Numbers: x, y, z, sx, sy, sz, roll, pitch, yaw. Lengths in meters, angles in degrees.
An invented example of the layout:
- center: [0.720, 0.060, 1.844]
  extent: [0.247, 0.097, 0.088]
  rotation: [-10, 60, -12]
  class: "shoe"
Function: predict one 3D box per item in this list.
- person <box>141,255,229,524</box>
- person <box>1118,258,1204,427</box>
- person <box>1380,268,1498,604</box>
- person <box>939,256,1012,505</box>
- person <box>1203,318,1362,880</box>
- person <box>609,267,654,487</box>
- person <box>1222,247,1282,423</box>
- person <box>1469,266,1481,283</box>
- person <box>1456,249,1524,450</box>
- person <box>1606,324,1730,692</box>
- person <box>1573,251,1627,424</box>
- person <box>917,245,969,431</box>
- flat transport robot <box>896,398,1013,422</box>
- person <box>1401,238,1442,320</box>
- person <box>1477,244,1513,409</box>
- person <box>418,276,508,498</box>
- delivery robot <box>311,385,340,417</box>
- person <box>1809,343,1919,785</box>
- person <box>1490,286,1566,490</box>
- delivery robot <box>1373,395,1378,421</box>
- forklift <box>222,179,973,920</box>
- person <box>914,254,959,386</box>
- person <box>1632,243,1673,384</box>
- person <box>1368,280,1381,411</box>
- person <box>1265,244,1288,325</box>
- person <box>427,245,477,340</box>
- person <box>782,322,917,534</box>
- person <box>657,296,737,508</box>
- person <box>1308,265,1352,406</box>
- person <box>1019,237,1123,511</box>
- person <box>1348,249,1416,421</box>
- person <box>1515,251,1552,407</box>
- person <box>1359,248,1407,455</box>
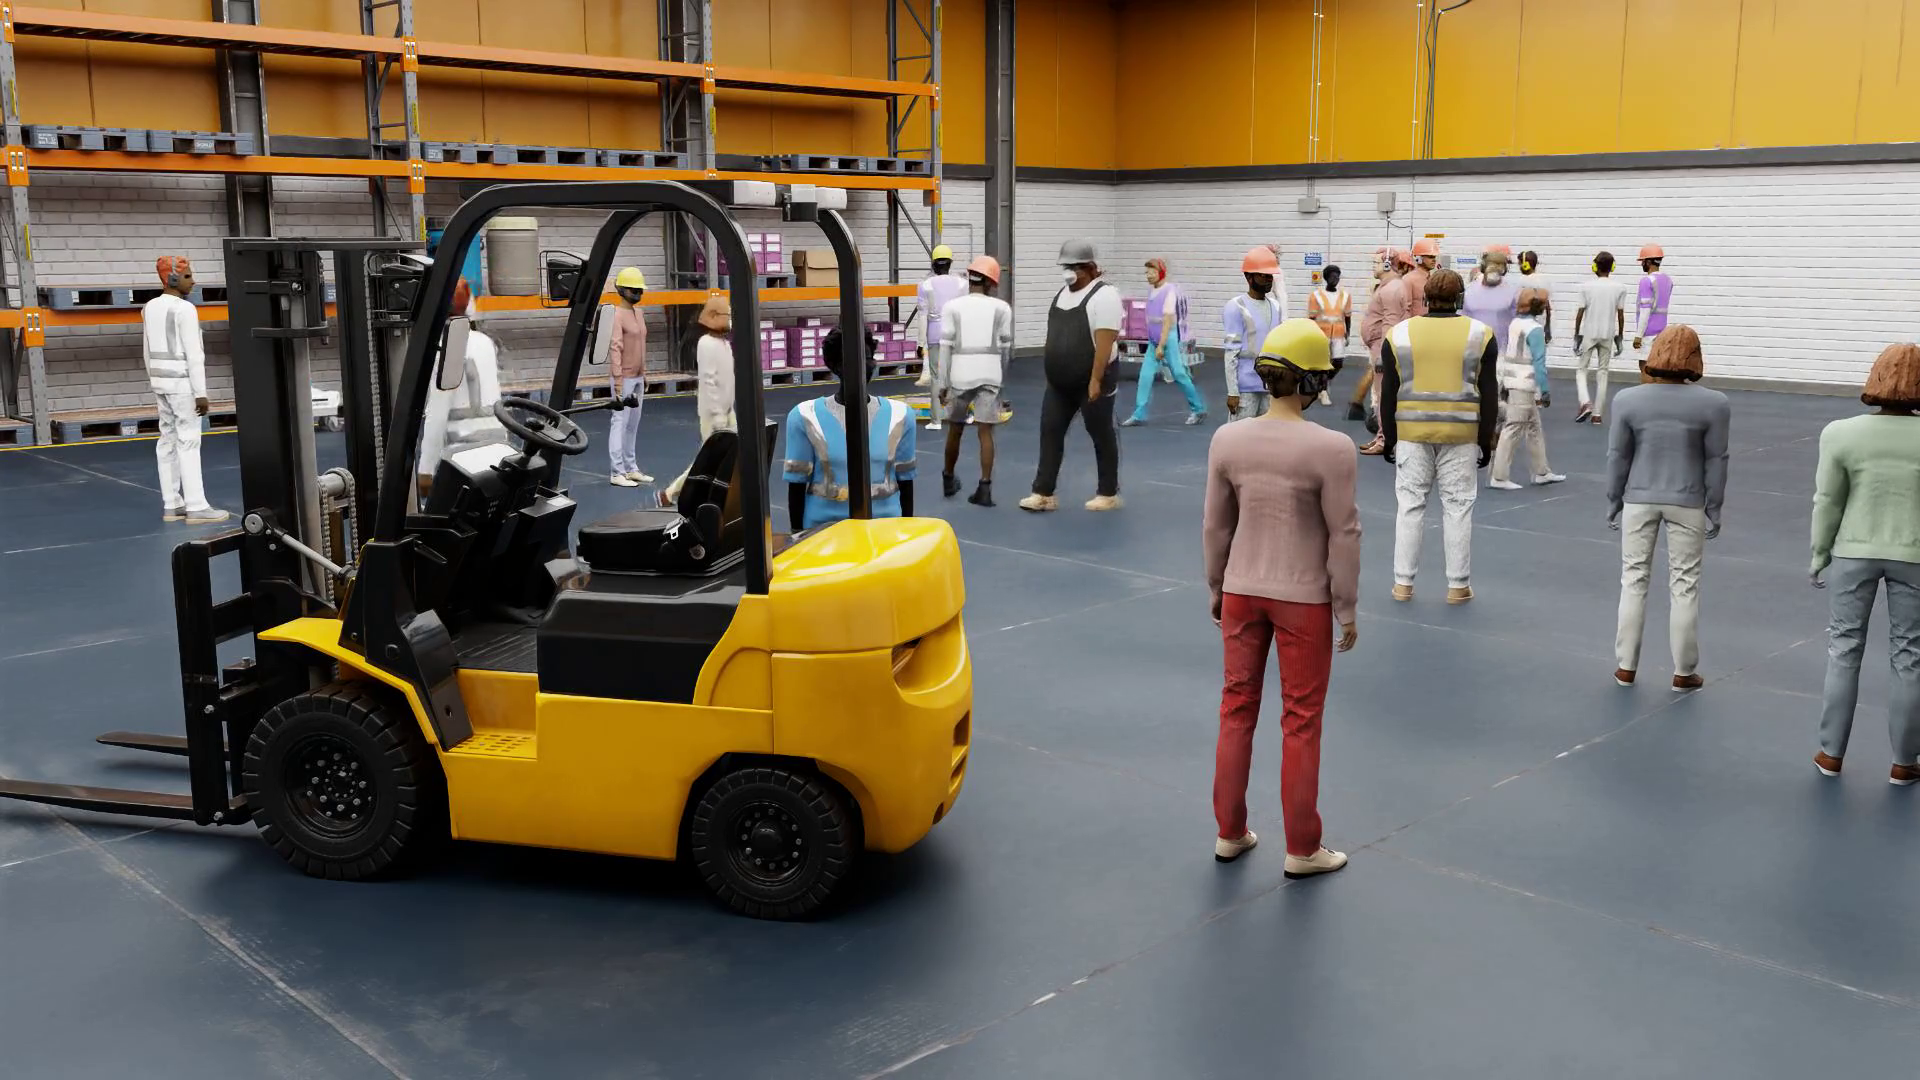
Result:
- center: [-5.498, -1.053, 11.720]
  extent: [0.575, 1.882, 0.361]
  rotation: [7, 12, 33]
  class: "person"
- center: [2.200, -2.087, 17.645]
  extent: [0.994, 1.792, 0.583]
  rotation: [-4, 11, -23]
  class: "person"
- center: [2.628, -0.564, 9.164]
  extent: [0.626, 1.844, 0.429]
  rotation: [4, 11, 19]
  class: "person"
- center: [0.114, -1.216, 12.669]
  extent: [0.553, 1.866, 0.848]
  rotation: [0, 10, -1]
  class: "person"
- center: [1.027, 0.184, 5.293]
  extent: [0.533, 1.767, 0.327]
  rotation: [8, 13, 38]
  class: "person"
- center: [-2.665, -1.318, 13.487]
  extent: [0.327, 1.765, 0.531]
  rotation: [3, 11, 14]
  class: "person"
- center: [2.097, -1.094, 11.792]
  extent: [0.548, 1.937, 0.358]
  rotation: [-9, 14, -40]
  class: "person"
- center: [6.504, -2.631, 20.983]
  extent: [0.311, 1.642, 0.513]
  rotation: [-3, 11, -16]
  class: "person"
- center: [4.706, -1.625, 14.773]
  extent: [0.663, 1.909, 0.685]
  rotation: [7, 13, 34]
  class: "person"
- center: [3.138, -0.141, 7.419]
  extent: [0.501, 1.633, 0.285]
  rotation: [6, 12, 30]
  class: "person"
- center: [6.818, -2.149, 17.764]
  extent: [0.544, 1.862, 0.491]
  rotation: [3, 11, 14]
  class: "person"
- center: [-0.168, -2.086, 17.255]
  extent: [0.584, 1.917, 0.381]
  rotation: [-3, 11, -14]
  class: "person"
- center: [-0.174, -1.418, 18.107]
  extent: [1.431, 0.197, 0.652]
  rotation: [2, 11, 9]
  class: "flat transport robot"
- center: [4.660, -2.054, 16.868]
  extent: [0.611, 1.996, 0.387]
  rotation: [-10, 14, -43]
  class: "person"
- center: [6.045, -2.415, 19.051]
  extent: [1.024, 1.916, 0.629]
  rotation: [1, 10, 4]
  class: "person"
- center: [-2.509, -0.429, 8.488]
  extent: [1.011, 1.832, 0.597]
  rotation: [1, 10, 6]
  class: "person"
- center: [-6.734, -1.406, 17.008]
  extent: [0.707, 0.478, 0.477]
  rotation: [-9, 14, -40]
  class: "delivery robot"
- center: [3.420, 0.090, 6.162]
  extent: [0.498, 1.634, 0.280]
  rotation: [6, 12, 31]
  class: "person"
- center: [4.585, -1.193, 13.196]
  extent: [0.757, 1.608, 0.547]
  rotation: [0, 10, 0]
  class: "person"
- center: [4.541, -1.364, 16.782]
  extent: [0.707, 0.478, 0.477]
  rotation: [-3, 11, -16]
  class: "delivery robot"
- center: [-1.114, -0.058, 5.440]
  extent: [2.313, 2.155, 1.214]
  rotation: [2, 11, 13]
  class: "forklift"
- center: [-0.258, -2.993, 22.476]
  extent: [0.644, 1.821, 0.785]
  rotation: [9, 14, 42]
  class: "person"
- center: [7.670, -2.332, 18.550]
  extent: [0.552, 1.932, 0.377]
  rotation: [-9, 13, -39]
  class: "person"
- center: [5.051, -2.442, 19.497]
  extent: [0.518, 1.831, 0.925]
  rotation: [5, 11, 24]
  class: "person"
- center: [4.202, -3.031, 22.515]
  extent: [0.461, 1.900, 0.680]
  rotation: [-5, 11, -25]
  class: "person"
- center: [-4.818, -1.793, 15.597]
  extent: [0.848, 1.929, 0.614]
  rotation: [-7, 13, -34]
  class: "person"
- center: [-0.417, 0.004, 6.451]
  extent: [0.538, 1.700, 0.317]
  rotation: [-3, 11, -15]
  class: "person"
- center: [-1.705, -0.852, 11.325]
  extent: [0.665, 1.611, 0.503]
  rotation: [3, 11, 13]
  class: "person"
- center: [4.413, -2.461, 19.945]
  extent: [0.539, 1.679, 0.573]
  rotation: [-1, 10, -4]
  class: "person"
- center: [0.812, -1.202, 12.098]
  extent: [0.901, 2.000, 0.703]
  rotation: [-9, 14, -42]
  class: "person"
- center: [4.712, -2.214, 18.093]
  extent: [0.989, 1.859, 0.558]
  rotation: [1, 10, 3]
  class: "person"
- center: [6.704, -2.498, 19.725]
  extent: [0.512, 1.836, 0.714]
  rotation: [-6, 12, -30]
  class: "person"
- center: [3.911, -1.740, 15.402]
  extent: [0.408, 1.908, 0.641]
  rotation: [3, 11, 14]
  class: "person"
